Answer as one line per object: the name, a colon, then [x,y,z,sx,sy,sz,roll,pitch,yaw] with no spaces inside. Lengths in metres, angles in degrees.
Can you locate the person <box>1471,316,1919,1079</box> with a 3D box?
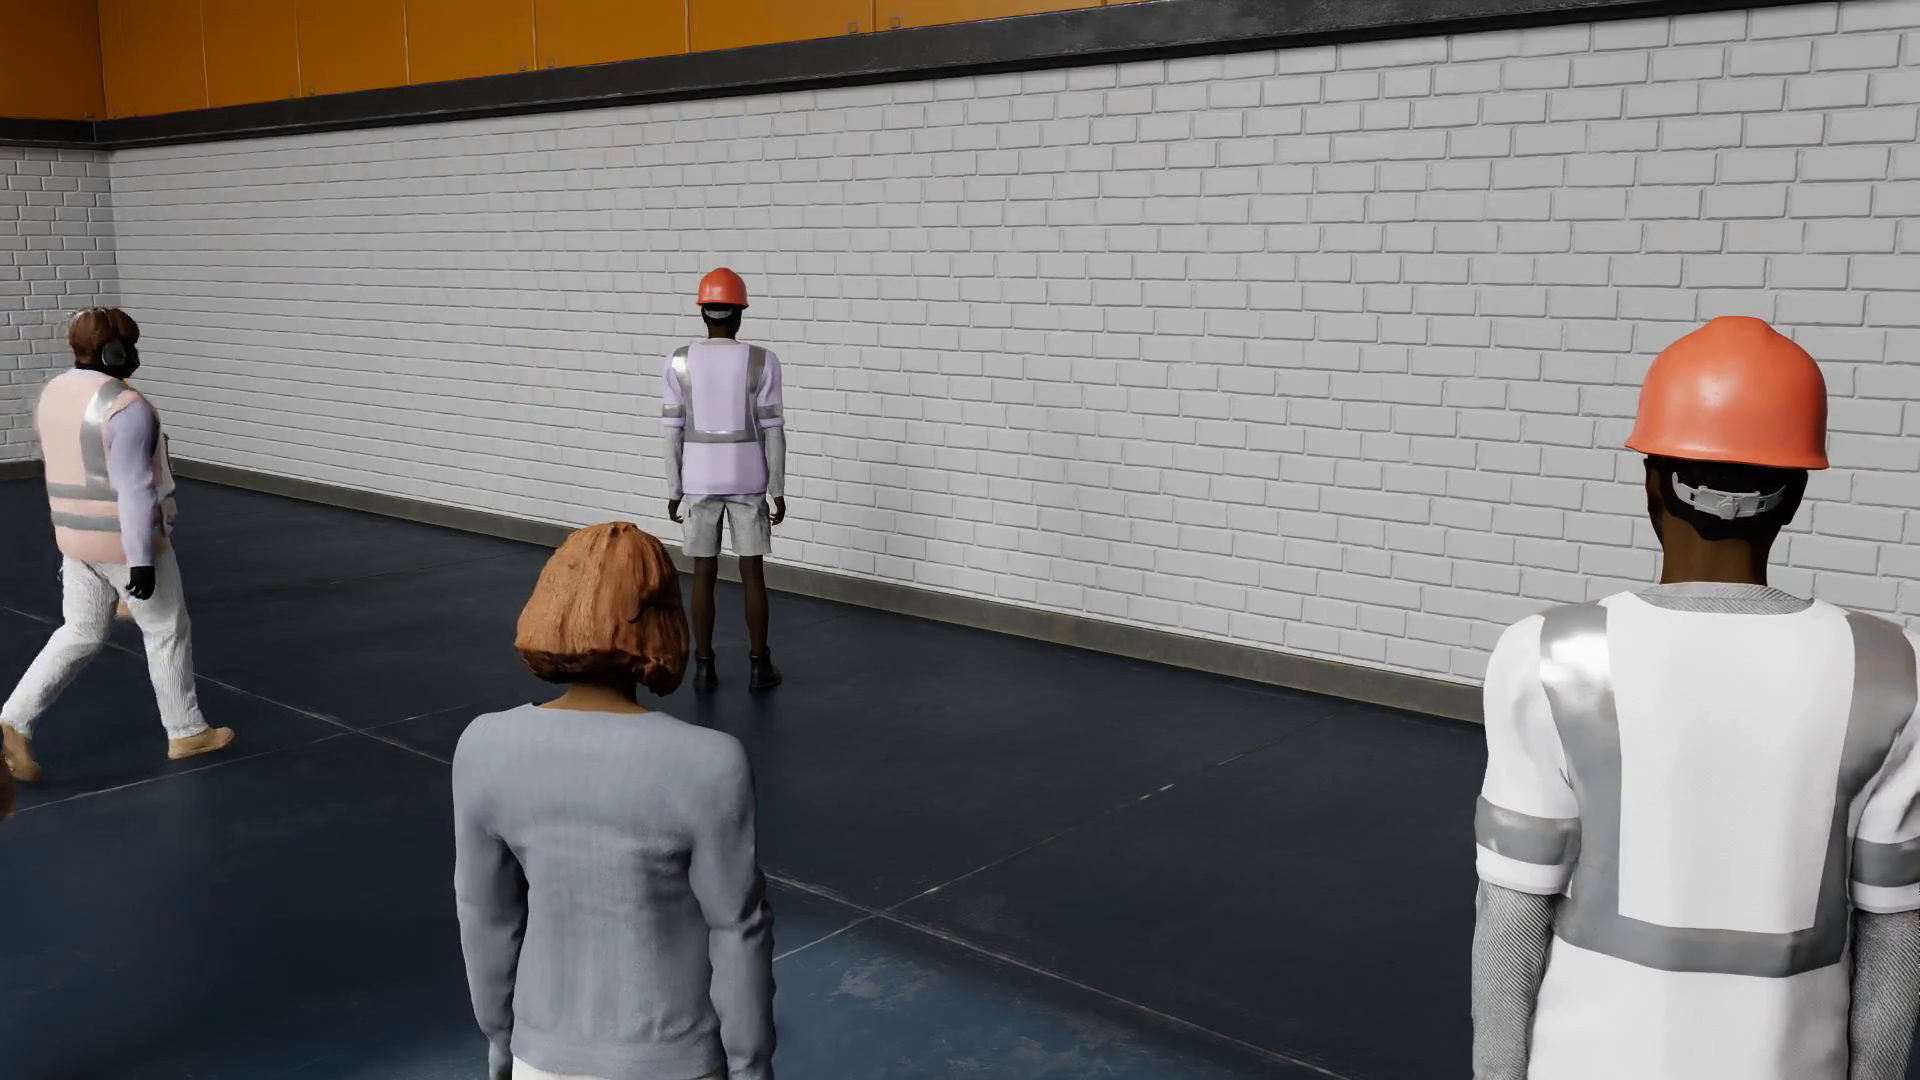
person: [0.938,0.684,2.181,0.551,1.937,0.357,2,10,10]

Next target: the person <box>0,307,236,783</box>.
person: [-3.303,0.019,6.349,0.633,1.812,0.883,6,12,31]

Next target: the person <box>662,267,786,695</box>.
person: [-1.063,-0.262,7.572,0.551,1.932,0.378,0,10,-1]

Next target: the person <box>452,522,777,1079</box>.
person: [-0.504,0.780,2.500,0.498,1.633,0.285,3,10,16]

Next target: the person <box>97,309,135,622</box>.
person: [-4.621,-0.406,9.072,0.319,1.697,0.533,-7,12,-33]

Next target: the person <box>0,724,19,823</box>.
person: [-2.214,0.540,3.510,0.326,1.762,0.534,0,10,1]
